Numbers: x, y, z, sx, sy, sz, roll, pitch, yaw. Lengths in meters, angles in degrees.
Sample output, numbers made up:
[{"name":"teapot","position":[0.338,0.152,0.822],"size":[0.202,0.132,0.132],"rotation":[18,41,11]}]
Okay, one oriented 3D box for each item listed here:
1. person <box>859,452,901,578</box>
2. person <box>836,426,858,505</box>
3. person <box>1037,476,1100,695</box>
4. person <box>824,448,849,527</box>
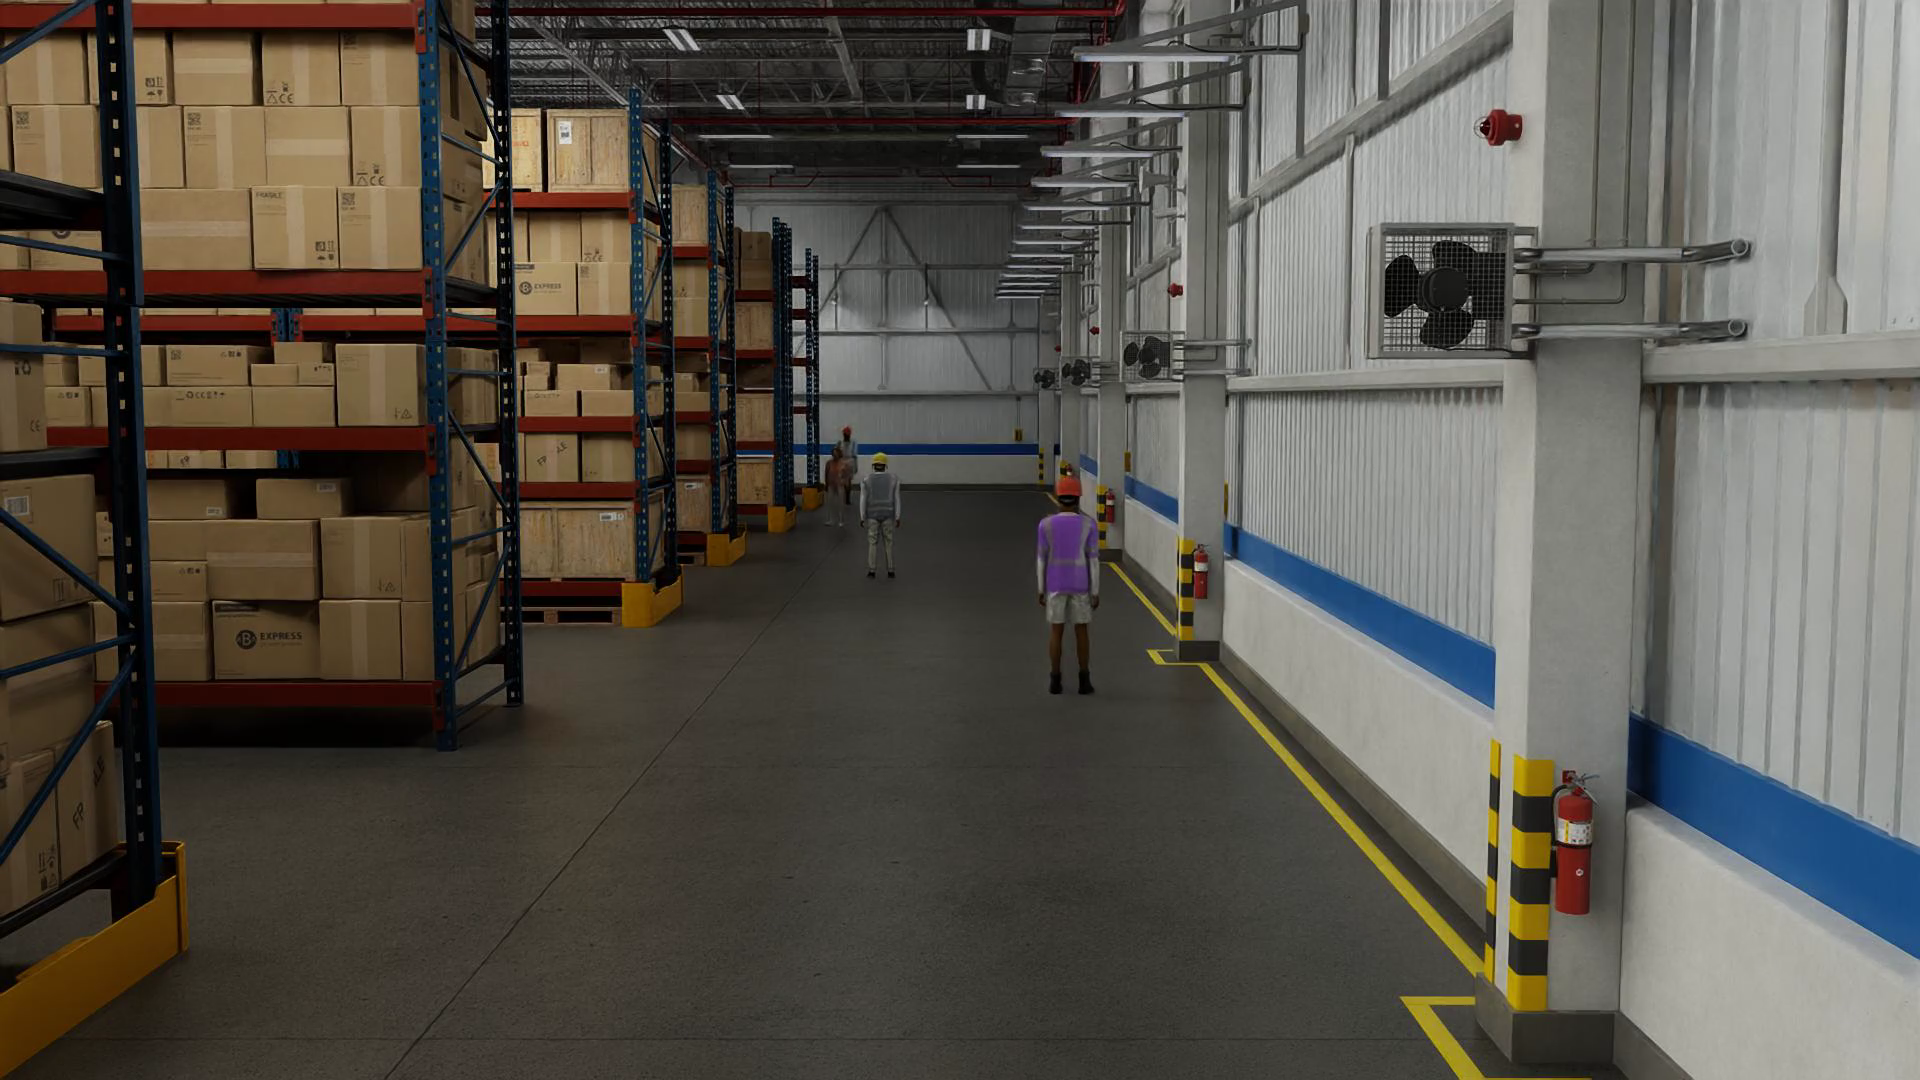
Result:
[{"name":"person","position":[-1.157,-0.353,24.065],"size":[0.601,1.830,0.404],"rotation":[-1,5,-8]},{"name":"person","position":[-2.768,-1.809,40.460],"size":[0.599,1.926,0.486],"rotation":[0,5,-5]},{"name":"person","position":[0.963,0.401,14.677],"size":[0.552,1.935,0.365],"rotation":[1,5,9]},{"name":"person","position":[-2.501,-1.050,33.480],"size":[0.537,1.599,0.825],"rotation":[1,5,12]}]
